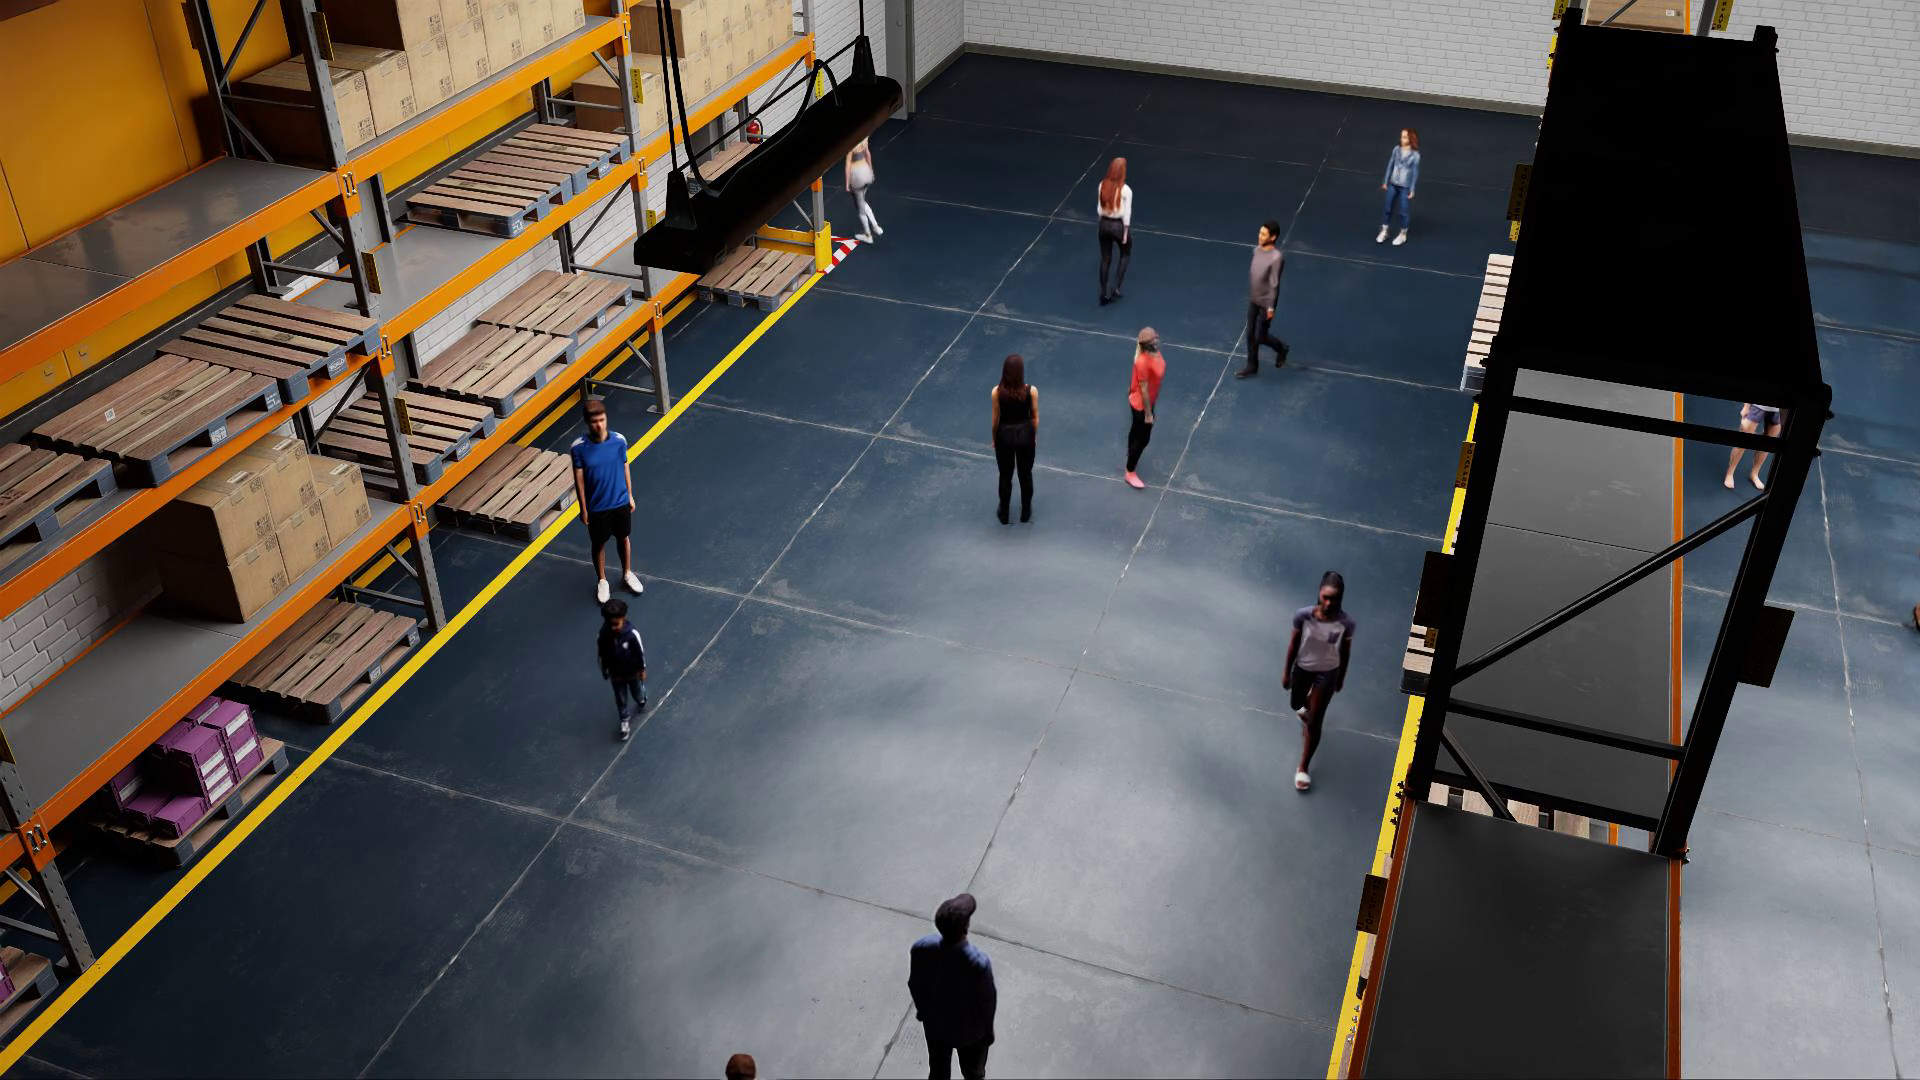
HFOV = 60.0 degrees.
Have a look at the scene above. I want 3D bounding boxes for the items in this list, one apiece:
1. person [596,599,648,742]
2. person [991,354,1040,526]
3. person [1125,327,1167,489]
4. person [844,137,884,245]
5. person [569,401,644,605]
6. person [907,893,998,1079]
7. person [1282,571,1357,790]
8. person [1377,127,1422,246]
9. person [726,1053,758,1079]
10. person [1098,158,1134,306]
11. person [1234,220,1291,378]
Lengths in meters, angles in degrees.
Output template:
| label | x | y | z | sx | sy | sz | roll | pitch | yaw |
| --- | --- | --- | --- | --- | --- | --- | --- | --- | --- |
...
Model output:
| label | x | y | z | sx | sy | sz | roll | pitch | yaw |
| --- | --- | --- | --- | --- | --- | --- | --- | --- | --- |
| person | -2.569 | 0.942 | 12.770 | 0.635 | 1.211 | 0.762 | 1 | 34 | 2 |
| person | 0.494 | -0.913 | 15.131 | 0.660 | 1.687 | 0.654 | -1 | 34 | -2 |
| person | 1.715 | -1.324 | 15.760 | 0.894 | 1.675 | 0.563 | 0 | 34 | 0 |
| person | -1.171 | -4.390 | 20.364 | 0.739 | 1.684 | 0.647 | 26 | 41 | 33 |
| person | -3.007 | -0.349 | 14.121 | 0.720 | 1.865 | 0.795 | -17 | 37 | -24 |
| person | -0.024 | 2.727 | 9.472 | 0.653 | 1.888 | 0.558 | 13 | 36 | 18 |
| person | 2.636 | 0.950 | 12.317 | 0.615 | 1.700 | 1.059 | 10 | 35 | 14 |
| person | 5.455 | -4.387 | 20.548 | 0.664 | 1.475 | 0.674 | 25 | 41 | 33 |
| person | -1.166 | 3.254 | 9.317 | 0.554 | 1.183 | 0.788 | 6 | 34 | 8 |
| person | 1.703 | -3.466 | 18.918 | 0.647 | 1.745 | 0.659 | 17 | 37 | 23 |
| person | 3.264 | -2.518 | 17.481 | 0.995 | 1.757 | 0.936 | -23 | 40 | -31 |
